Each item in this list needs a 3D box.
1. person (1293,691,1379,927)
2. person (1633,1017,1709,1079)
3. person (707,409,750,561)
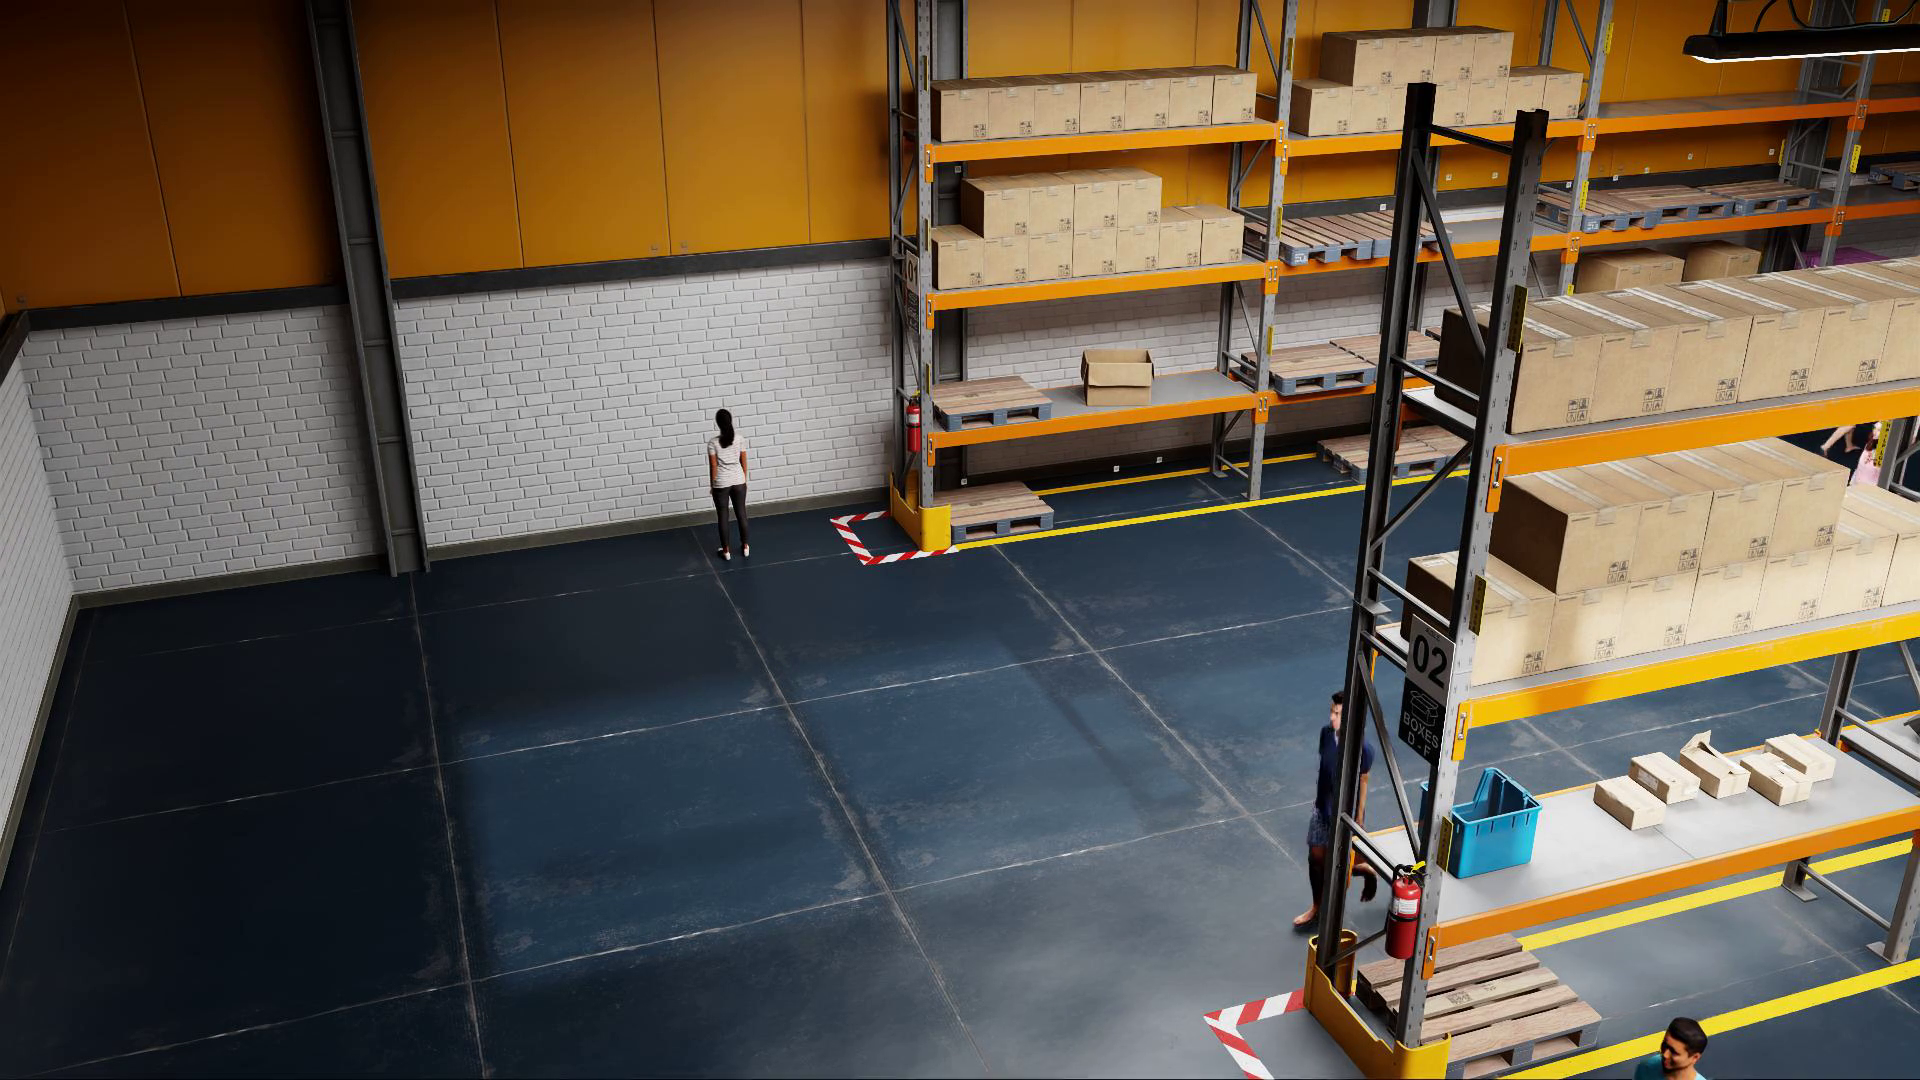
[{"bbox_3d":[2.709,1.870,11.629,1.012,1.828,0.765,-15,27,-30],"label":"person"},{"bbox_3d":[3.723,3.220,8.669,1.136,1.724,0.677,-10,25,-21],"label":"person"},{"bbox_3d":[-2.428,-0.593,17.493,0.468,1.643,0.632,-10,25,-21],"label":"person"}]
